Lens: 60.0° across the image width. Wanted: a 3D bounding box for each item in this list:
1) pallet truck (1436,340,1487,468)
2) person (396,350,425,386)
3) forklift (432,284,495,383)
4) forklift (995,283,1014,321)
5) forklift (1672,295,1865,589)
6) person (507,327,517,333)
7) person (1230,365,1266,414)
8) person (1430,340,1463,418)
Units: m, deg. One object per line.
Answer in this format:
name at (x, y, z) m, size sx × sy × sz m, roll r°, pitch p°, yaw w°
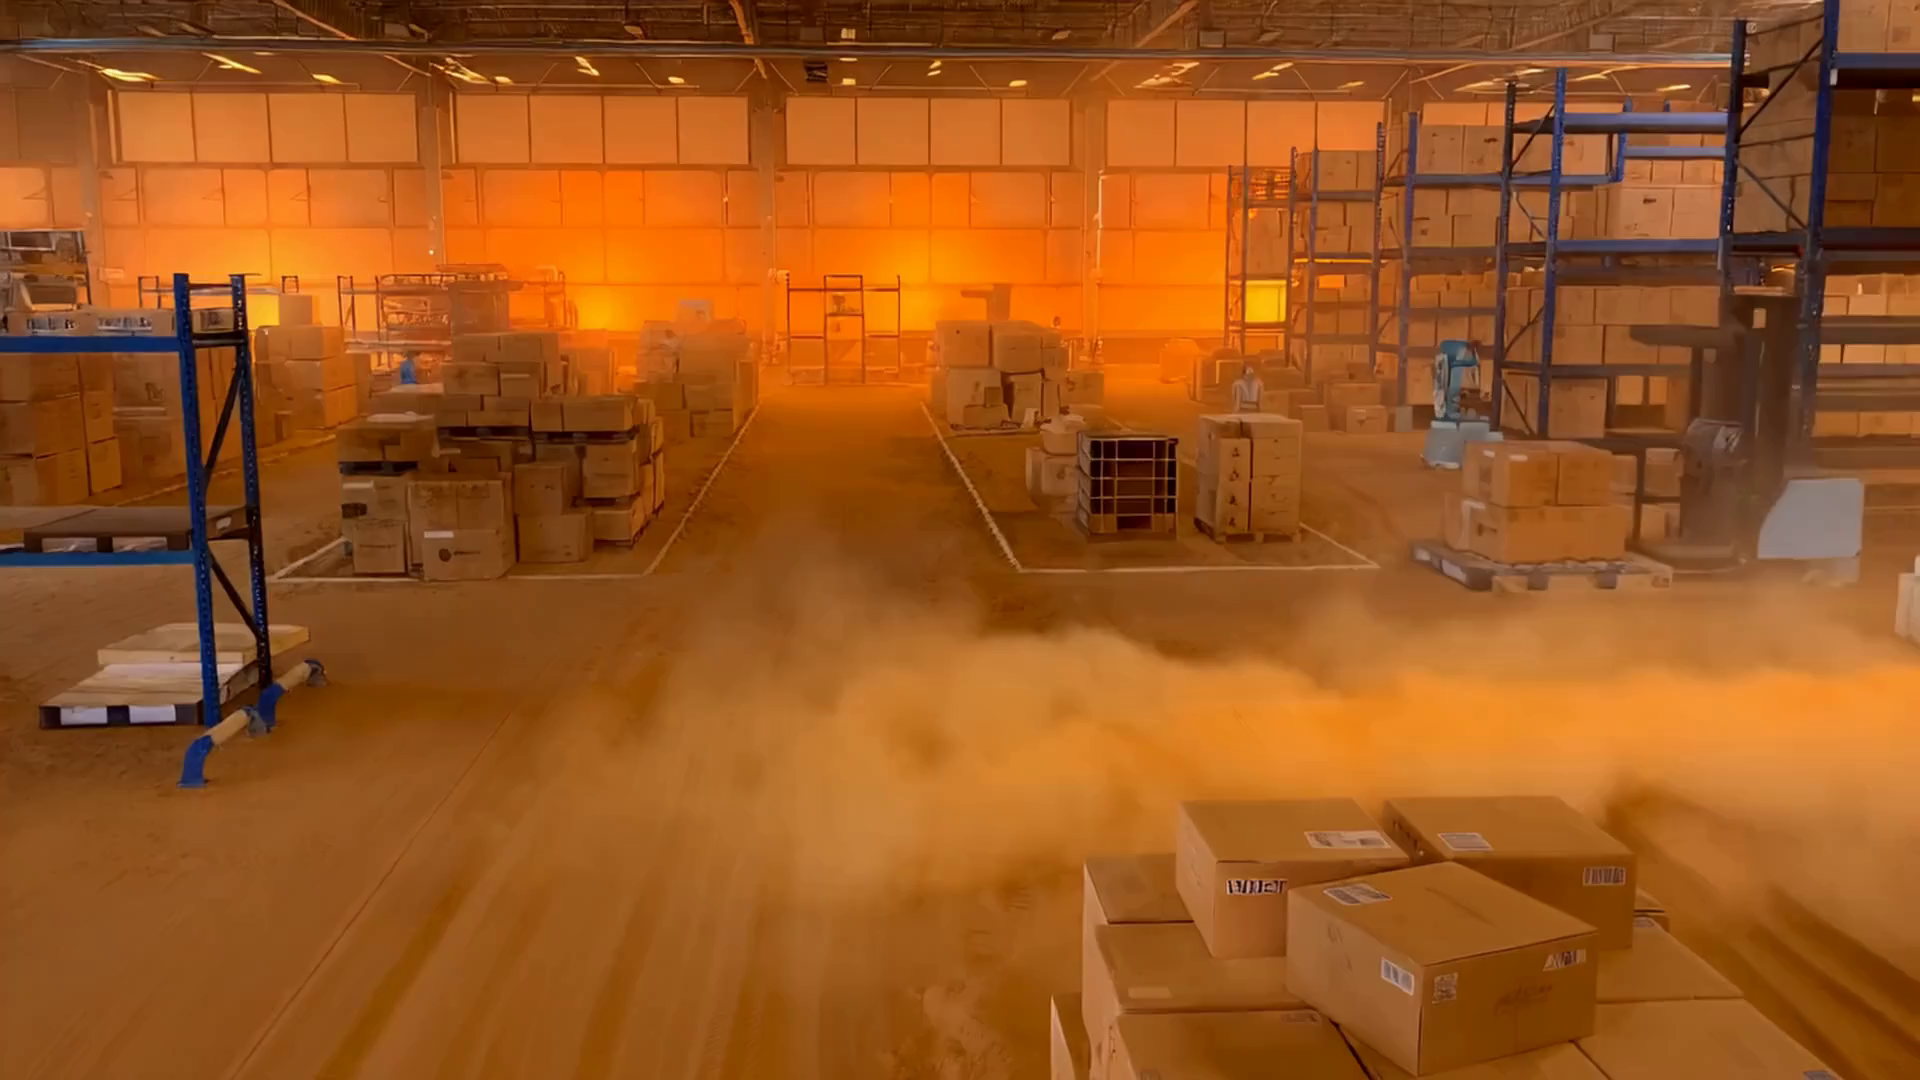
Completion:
pallet truck at (8.004, -2.170, 26.422) m, size 0.823 × 1.965 × 1.885 m, roll 2°, pitch 9°, yaw 14°
person at (-10.515, -2.855, 31.967) m, size 0.545 × 1.587 × 0.860 m, roll 3°, pitch 10°, yaw 18°
forklift at (-10.647, -4.218, 36.513) m, size 1.873 × 2.768 × 1.129 m, roll 7°, pitch 11°, yaw 36°
forklift at (1.088, -5.123, 42.200) m, size 1.873 × 2.768 × 1.129 m, roll -1°, pitch 9°, yaw -4°
forklift at (7.720, -0.990, 16.244) m, size 1.873 × 2.768 × 1.129 m, roll -1°, pitch 9°, yaw -4°
person at (-9.537, -3.626, 35.831) m, size 0.765 × 1.916 × 0.636 m, roll 8°, pitch 12°, yaw 40°
person at (4.621, -1.996, 26.590) m, size 0.532 × 1.594 × 0.861 m, roll -3°, pitch 9°, yaw -15°
person at (8.936, -2.768, 30.665) m, size 0.636 × 1.840 × 0.429 m, roll -3°, pitch 10°, yaw -19°
